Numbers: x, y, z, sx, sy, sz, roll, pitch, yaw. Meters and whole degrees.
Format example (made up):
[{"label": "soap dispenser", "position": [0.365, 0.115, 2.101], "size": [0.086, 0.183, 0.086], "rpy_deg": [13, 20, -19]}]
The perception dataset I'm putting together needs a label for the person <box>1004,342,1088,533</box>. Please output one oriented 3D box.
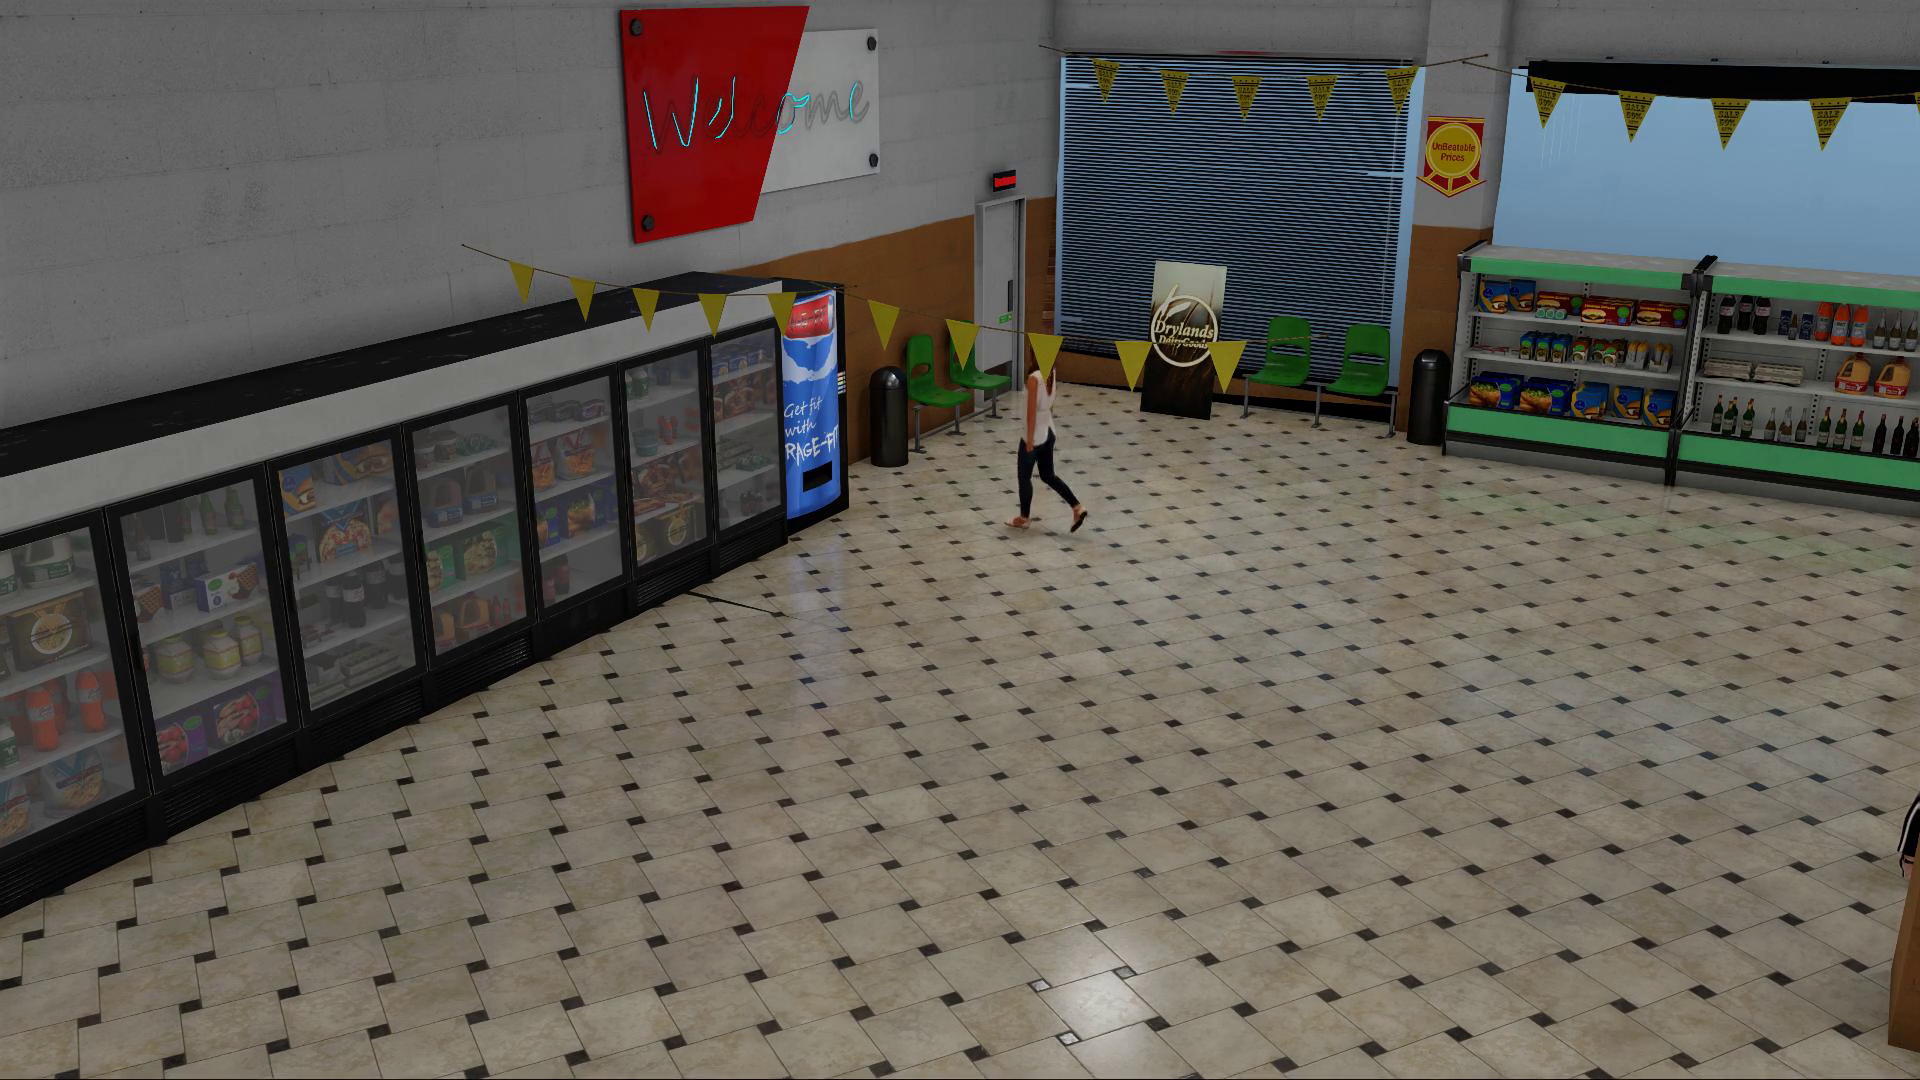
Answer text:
[{"label": "person", "position": [0.765, -0.886, 14.453], "size": [1.017, 1.757, 0.604], "rpy_deg": [11, 22, 30]}]
